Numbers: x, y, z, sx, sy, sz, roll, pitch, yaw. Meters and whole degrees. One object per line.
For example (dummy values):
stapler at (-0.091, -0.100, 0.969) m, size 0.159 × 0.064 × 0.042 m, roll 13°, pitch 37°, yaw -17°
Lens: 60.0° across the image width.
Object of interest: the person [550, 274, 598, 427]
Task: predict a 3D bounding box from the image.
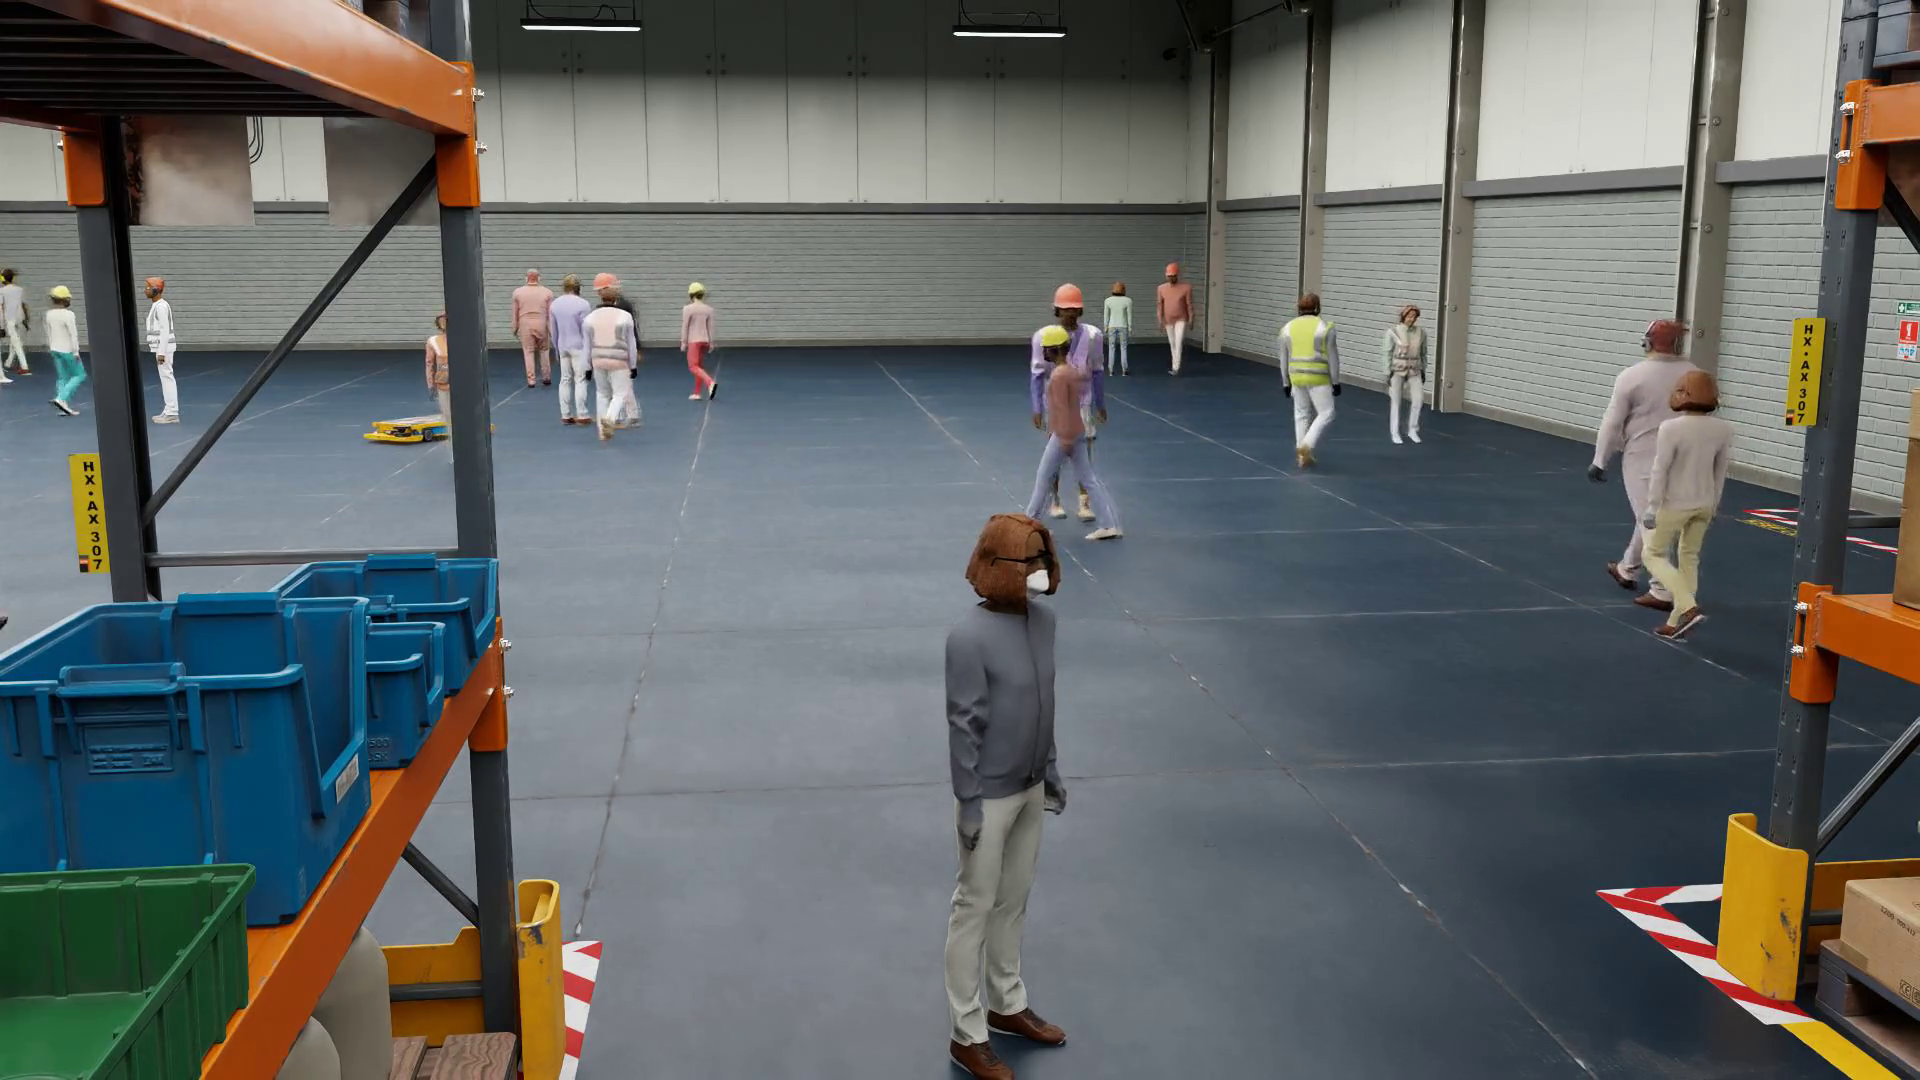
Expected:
person at (-4.913, -2.411, 21.172) m, size 0.635 × 1.936 × 0.356 m, roll 6°, pitch 12°, yaw 28°

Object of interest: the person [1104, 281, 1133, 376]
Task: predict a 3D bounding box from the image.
person at (2.747, -3.665, 28.877) m, size 0.500 × 1.633 × 0.286 m, roll 3°, pitch 11°, yaw 16°

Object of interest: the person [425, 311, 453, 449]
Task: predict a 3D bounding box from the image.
person at (-5.338, -1.586, 17.503) m, size 0.524 × 1.618 × 0.582 m, roll -2°, pitch 11°, yaw -11°

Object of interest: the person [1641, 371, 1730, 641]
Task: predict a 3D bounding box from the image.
person at (4.286, -0.181, 9.796) m, size 0.530 × 1.621 × 0.397 m, roll -3°, pitch 11°, yaw -18°

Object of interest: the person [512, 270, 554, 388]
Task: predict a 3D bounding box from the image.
person at (-6.872, -3.404, 26.813) m, size 0.668 × 1.872 × 0.890 m, roll -3°, pitch 11°, yaw -14°

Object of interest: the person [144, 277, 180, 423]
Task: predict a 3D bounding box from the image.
person at (-10.353, -2.454, 21.561) m, size 0.355 × 1.883 × 0.573 m, roll -5°, pitch 12°, yaw -26°

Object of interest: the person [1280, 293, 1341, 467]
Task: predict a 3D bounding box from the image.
person at (3.632, -1.649, 17.285) m, size 0.664 × 1.832 × 0.564 m, roll 9°, pitch 14°, yaw 40°

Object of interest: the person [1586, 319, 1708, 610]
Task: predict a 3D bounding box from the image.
person at (4.510, -0.521, 11.001) m, size 0.665 × 1.859 × 0.968 m, roll -3°, pitch 11°, yaw -14°

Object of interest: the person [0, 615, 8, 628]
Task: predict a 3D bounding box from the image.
person at (-5.834, -0.196, 9.277) m, size 0.654 × 1.842 × 1.041 m, roll 6°, pitch 12°, yaw 29°

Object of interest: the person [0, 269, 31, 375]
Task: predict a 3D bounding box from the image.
person at (-16.708, -3.817, 29.163) m, size 0.913 × 1.830 × 0.554 m, roll 4°, pitch 11°, yaw 21°

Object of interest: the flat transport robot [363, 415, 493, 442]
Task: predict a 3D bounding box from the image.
flat transport robot at (-6.372, -1.356, 19.961) m, size 0.652 × 0.197 × 1.431 m, roll 6°, pitch 12°, yaw 29°

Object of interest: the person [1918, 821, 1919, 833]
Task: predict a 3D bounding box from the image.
person at (4.119, 0.333, 6.355) m, size 0.598 × 1.858 × 0.765 m, roll -3°, pitch 11°, yaw -18°

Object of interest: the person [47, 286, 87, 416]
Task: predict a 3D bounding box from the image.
person at (-12.002, -2.527, 22.311) m, size 0.548 × 1.752 × 0.392 m, roll 5°, pitch 12°, yaw 26°

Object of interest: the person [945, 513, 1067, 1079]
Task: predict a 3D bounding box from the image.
person at (0.139, 0.726, 4.807) m, size 0.279 × 1.634 × 0.497 m, roll 7°, pitch 12°, yaw 34°

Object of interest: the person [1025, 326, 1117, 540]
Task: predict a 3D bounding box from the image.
person at (0.813, -0.834, 13.165) m, size 0.948 × 1.706 × 0.542 m, roll 4°, pitch 11°, yaw 20°

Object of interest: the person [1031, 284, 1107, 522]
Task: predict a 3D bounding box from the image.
person at (0.938, -1.135, 13.989) m, size 0.689 × 2.004 × 0.861 m, roll -2°, pitch 10°, yaw -8°

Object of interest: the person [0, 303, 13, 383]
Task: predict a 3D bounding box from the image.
person at (-15.979, -3.530, 27.357) m, size 0.585 × 1.920 × 0.373 m, roll 1°, pitch 10°, yaw 8°

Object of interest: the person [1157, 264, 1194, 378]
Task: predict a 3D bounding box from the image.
person at (3.656, -3.737, 28.441) m, size 0.606 × 1.933 × 0.949 m, roll 5°, pitch 11°, yaw 25°

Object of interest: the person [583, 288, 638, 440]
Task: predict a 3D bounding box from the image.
person at (-4.133, -2.048, 19.553) m, size 0.645 × 1.806 × 0.602 m, roll 2°, pitch 11°, yaw 12°

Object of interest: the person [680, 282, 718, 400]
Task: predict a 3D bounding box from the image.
person at (-3.792, -2.895, 24.333) m, size 0.686 × 1.748 × 0.523 m, roll 8°, pitch 13°, yaw 38°

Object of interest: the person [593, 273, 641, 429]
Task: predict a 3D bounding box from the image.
person at (-4.373, -2.366, 20.872) m, size 0.622 × 1.950 × 0.823 m, roll 10°, pitch 14°, yaw 43°

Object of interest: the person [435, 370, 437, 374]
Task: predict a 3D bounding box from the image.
person at (-8.442, -3.609, 28.139) m, size 0.606 × 1.781 × 0.910 m, roll 9°, pitch 13°, yaw 39°

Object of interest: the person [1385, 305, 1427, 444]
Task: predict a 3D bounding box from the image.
person at (5.170, -1.905, 19.273) m, size 0.532 × 1.622 × 0.488 m, roll -1°, pitch 10°, yaw -4°
